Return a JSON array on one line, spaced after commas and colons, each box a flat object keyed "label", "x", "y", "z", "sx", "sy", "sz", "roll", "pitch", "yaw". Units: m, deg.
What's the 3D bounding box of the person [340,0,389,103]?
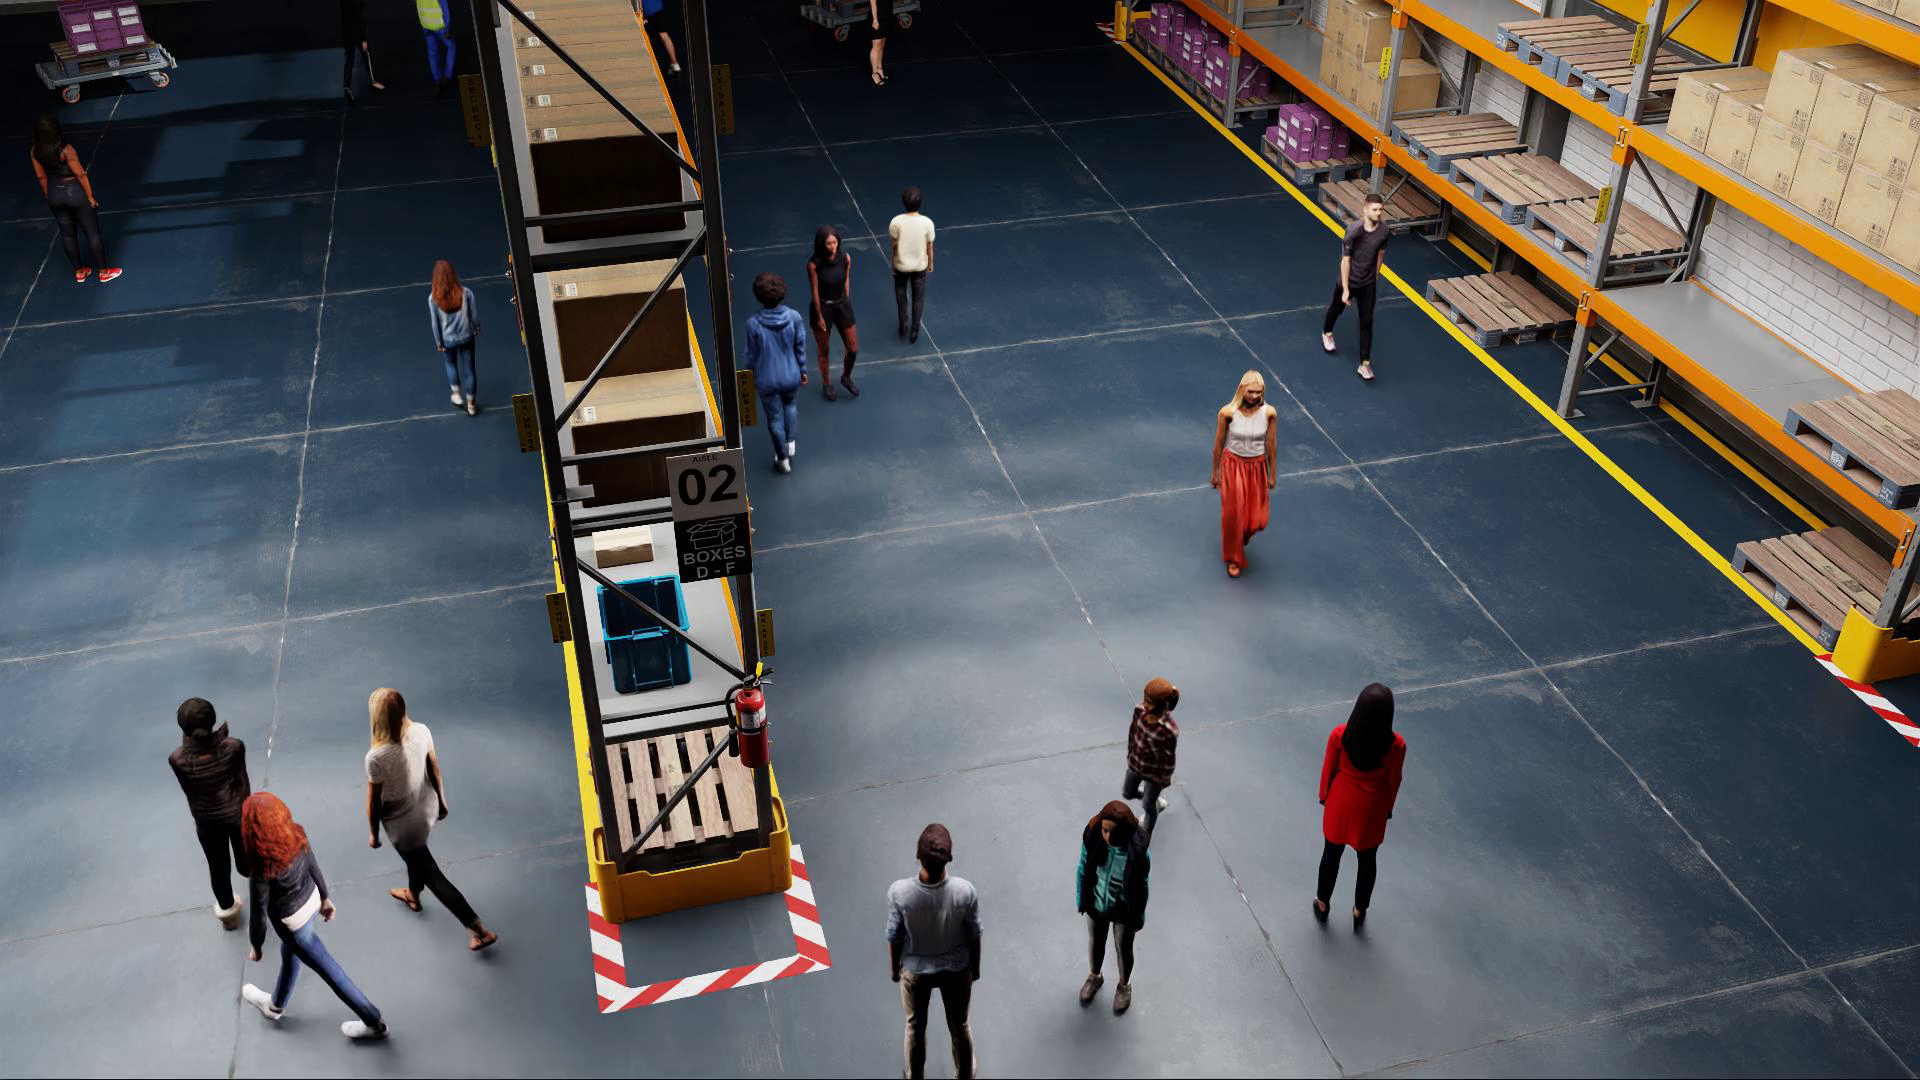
[{"label": "person", "x": -8.097, "y": -6.636, "z": 22.146, "sx": 1.057, "sy": 1.652, "sz": 1.151, "roll": 13, "pitch": 36, "yaw": 19}]

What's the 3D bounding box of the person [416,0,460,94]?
[{"label": "person", "x": -7.130, "y": -6.934, "z": 22.466, "sx": 0.802, "sy": 1.795, "sz": 0.824, "roll": 7, "pitch": 34, "yaw": 11}]

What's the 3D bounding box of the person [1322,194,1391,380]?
[{"label": "person", "x": 3.732, "y": -2.474, "z": 15.824, "sx": 0.714, "sy": 1.719, "sz": 1.211, "roll": -6, "pitch": 34, "yaw": -9}]

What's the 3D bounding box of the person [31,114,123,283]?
[{"label": "person", "x": -9.309, "y": -3.573, "z": 17.390, "sx": 0.730, "sy": 1.816, "sz": 0.709, "roll": 1, "pitch": 34, "yaw": 2}]

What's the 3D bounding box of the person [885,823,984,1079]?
[{"label": "person", "x": -0.133, "y": 2.214, "z": 8.655, "sx": 0.704, "sy": 1.847, "sz": 0.627, "roll": 0, "pitch": 34, "yaw": 0}]

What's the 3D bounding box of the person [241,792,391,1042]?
[{"label": "person", "x": -3.457, "y": 2.092, "z": 8.931, "sx": 1.011, "sy": 1.744, "sz": 1.141, "roll": 7, "pitch": 34, "yaw": 10}]

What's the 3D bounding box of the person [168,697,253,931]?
[{"label": "person", "x": -4.351, "y": 1.554, "z": 9.815, "sx": 0.641, "sy": 1.662, "sz": 0.770, "roll": -11, "pitch": 35, "yaw": -16}]

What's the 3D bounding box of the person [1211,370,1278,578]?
[{"label": "person", "x": 2.191, "y": -0.570, "z": 12.897, "sx": 0.811, "sy": 1.787, "sz": 0.926, "roll": 3, "pitch": 34, "yaw": 4}]

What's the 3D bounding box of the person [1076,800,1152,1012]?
[{"label": "person", "x": 0.854, "y": 2.013, "z": 9.274, "sx": 0.677, "sy": 1.497, "sz": 0.723, "roll": 11, "pitch": 35, "yaw": 16}]

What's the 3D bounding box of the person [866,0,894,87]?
[{"label": "person", "x": -1.121, "y": -7.146, "z": 22.853, "sx": 0.816, "sy": 1.718, "sz": 0.711, "roll": 9, "pitch": 35, "yaw": 13}]

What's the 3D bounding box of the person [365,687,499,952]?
[{"label": "person", "x": -3.079, "y": 1.646, "z": 9.563, "sx": 1.192, "sy": 1.789, "sz": 1.129, "roll": 17, "pitch": 37, "yaw": 24}]

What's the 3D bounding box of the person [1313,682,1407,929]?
[{"label": "person", "x": 2.323, "y": 1.563, "z": 9.726, "sx": 0.721, "sy": 1.746, "sz": 0.758, "roll": 8, "pitch": 34, "yaw": 12}]

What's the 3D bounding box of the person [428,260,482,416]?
[{"label": "person", "x": -4.533, "y": -1.801, "z": 15.043, "sx": 0.583, "sy": 1.462, "sz": 0.621, "roll": -11, "pitch": 35, "yaw": -15}]

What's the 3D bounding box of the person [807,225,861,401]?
[{"label": "person", "x": -1.230, "y": -2.103, "z": 15.259, "sx": 0.631, "sy": 1.726, "sz": 0.669, "roll": -15, "pitch": 37, "yaw": -22}]

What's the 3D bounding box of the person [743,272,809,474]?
[{"label": "person", "x": -1.528, "y": -1.373, "z": 14.100, "sx": 0.715, "sy": 1.793, "sz": 0.724, "roll": -11, "pitch": 35, "yaw": -16}]

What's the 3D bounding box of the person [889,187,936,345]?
[{"label": "person", "x": -0.473, "y": -2.636, "z": 16.193, "sx": 0.653, "sy": 1.579, "sz": 0.639, "roll": -2, "pitch": 34, "yaw": -2}]

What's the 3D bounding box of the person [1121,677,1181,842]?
[{"label": "person", "x": 1.231, "y": 1.370, "z": 10.418, "sx": 0.719, "sy": 1.301, "sz": 0.674, "roll": -24, "pitch": 40, "yaw": -31}]

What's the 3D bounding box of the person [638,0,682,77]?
[{"label": "person", "x": -4.217, "y": -7.328, "z": 23.033, "sx": 1.048, "sy": 1.821, "sz": 1.364, "roll": -24, "pitch": 41, "yaw": -32}]
